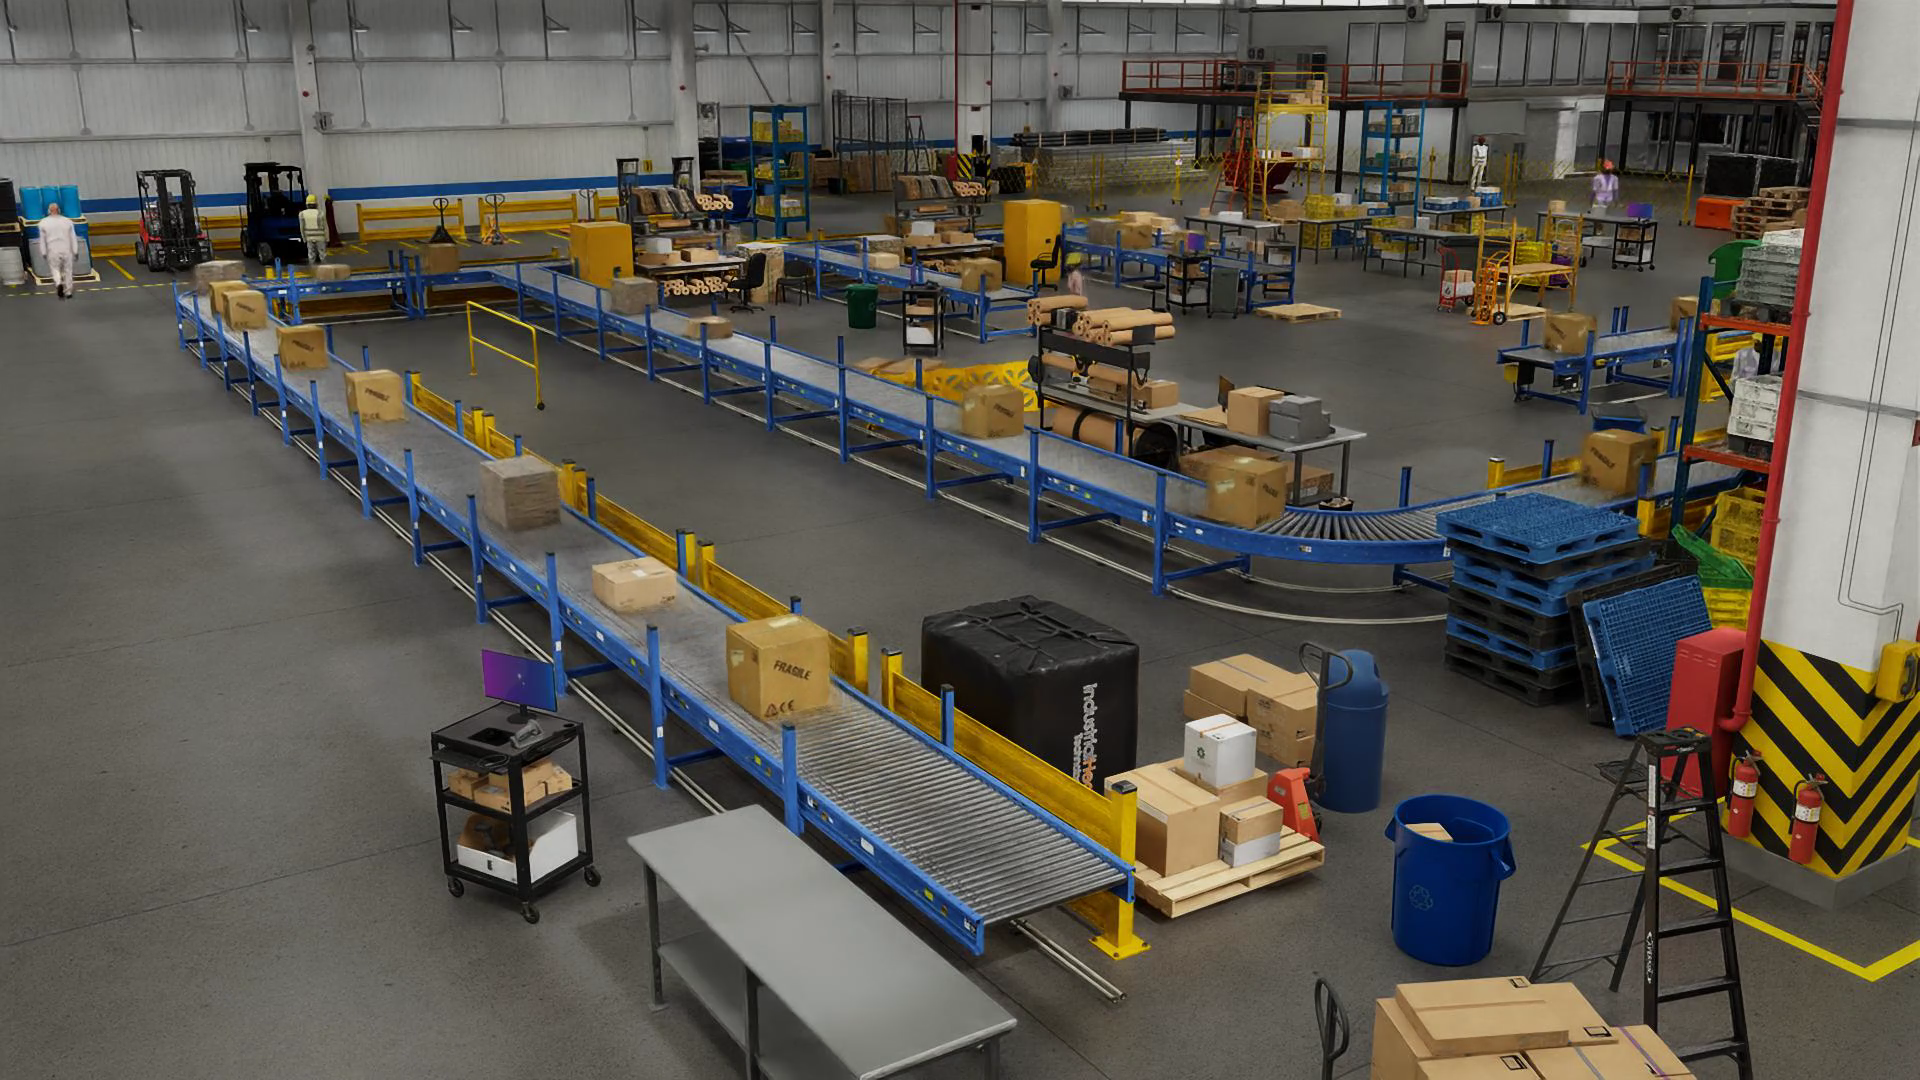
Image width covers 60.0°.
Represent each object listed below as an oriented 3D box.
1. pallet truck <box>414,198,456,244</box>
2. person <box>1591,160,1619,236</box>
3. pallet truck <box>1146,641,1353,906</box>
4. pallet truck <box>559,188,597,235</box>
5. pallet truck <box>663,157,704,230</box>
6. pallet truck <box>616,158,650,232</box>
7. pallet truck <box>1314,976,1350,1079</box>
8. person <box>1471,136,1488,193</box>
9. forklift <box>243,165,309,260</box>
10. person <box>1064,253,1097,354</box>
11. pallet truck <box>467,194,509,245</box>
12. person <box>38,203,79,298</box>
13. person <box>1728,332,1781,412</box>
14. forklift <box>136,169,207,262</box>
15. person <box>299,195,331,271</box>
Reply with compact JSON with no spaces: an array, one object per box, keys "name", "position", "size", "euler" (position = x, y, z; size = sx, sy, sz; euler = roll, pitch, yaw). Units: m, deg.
[{"name":"pallet truck","position":[-13.250,-8.060,41.856],"size":[0.680,1.201,1.601],"euler":[-10,20,-31]},{"name":"person","position":[16.696,-8.829,43.105],"size":[0.622,2.003,1.026],"euler":[1,17,3]},{"name":"pallet truck","position":[1.664,1.407,10.232],"size":[1.630,1.274,0.653],"euler":[-10,20,-31]},{"name":"pallet truck","position":[-10.010,-8.652,43.699],"size":[0.653,1.274,1.630],"euler":[-10,20,-31]},{"name":"pallet truck","position":[-7.586,-9.308,44.692],"size":[0.823,1.965,1.885],"euler":[-11,20,-33]},{"name":"pallet truck","position":[-8.918,-9.176,44.255],"size":[0.823,1.965,1.885],"euler":[-9,19,-27]},{"name":"pallet truck","position":[2.299,2.390,7.086],"size":[1.601,1.201,0.680],"euler":[-2,17,-7]},{"name":"person","position":[17.444,-12.611,55.881],"size":[0.575,1.882,0.355],"euler":[-6,18,-18]},{"name":"forklift","position":[-15.898,-7.669,38.708],"size":[1.157,1.987,2.680],"euler":[-11,20,-33]},{"name":"person","position":[1.881,-3.705,26.492],"size":[0.781,1.746,0.528],"euler":[-2,17,-5]},{"name":"pallet truck","position":[-11.983,-8.177,42.137],"size":[0.704,1.261,1.522],"euler":[-11,20,-33]},{"name":"person","position":[-17.826,-5.724,32.950],"size":[0.674,1.884,0.477],"euler":[-9,19,-28]},{"name":"person","position":[9.303,-1.635,19.454],"size":[0.589,1.827,0.404],"euler":[8,18,24]},{"name":"forklift","position":[-17.842,-7.318,37.559],"size":[1.157,1.987,2.680],"euler":[-10,20,-31]},{"name":"person","position":[-13.638,-6.384,35.244],"size":[0.600,1.832,0.404],"euler":[0,17,-1]}]
